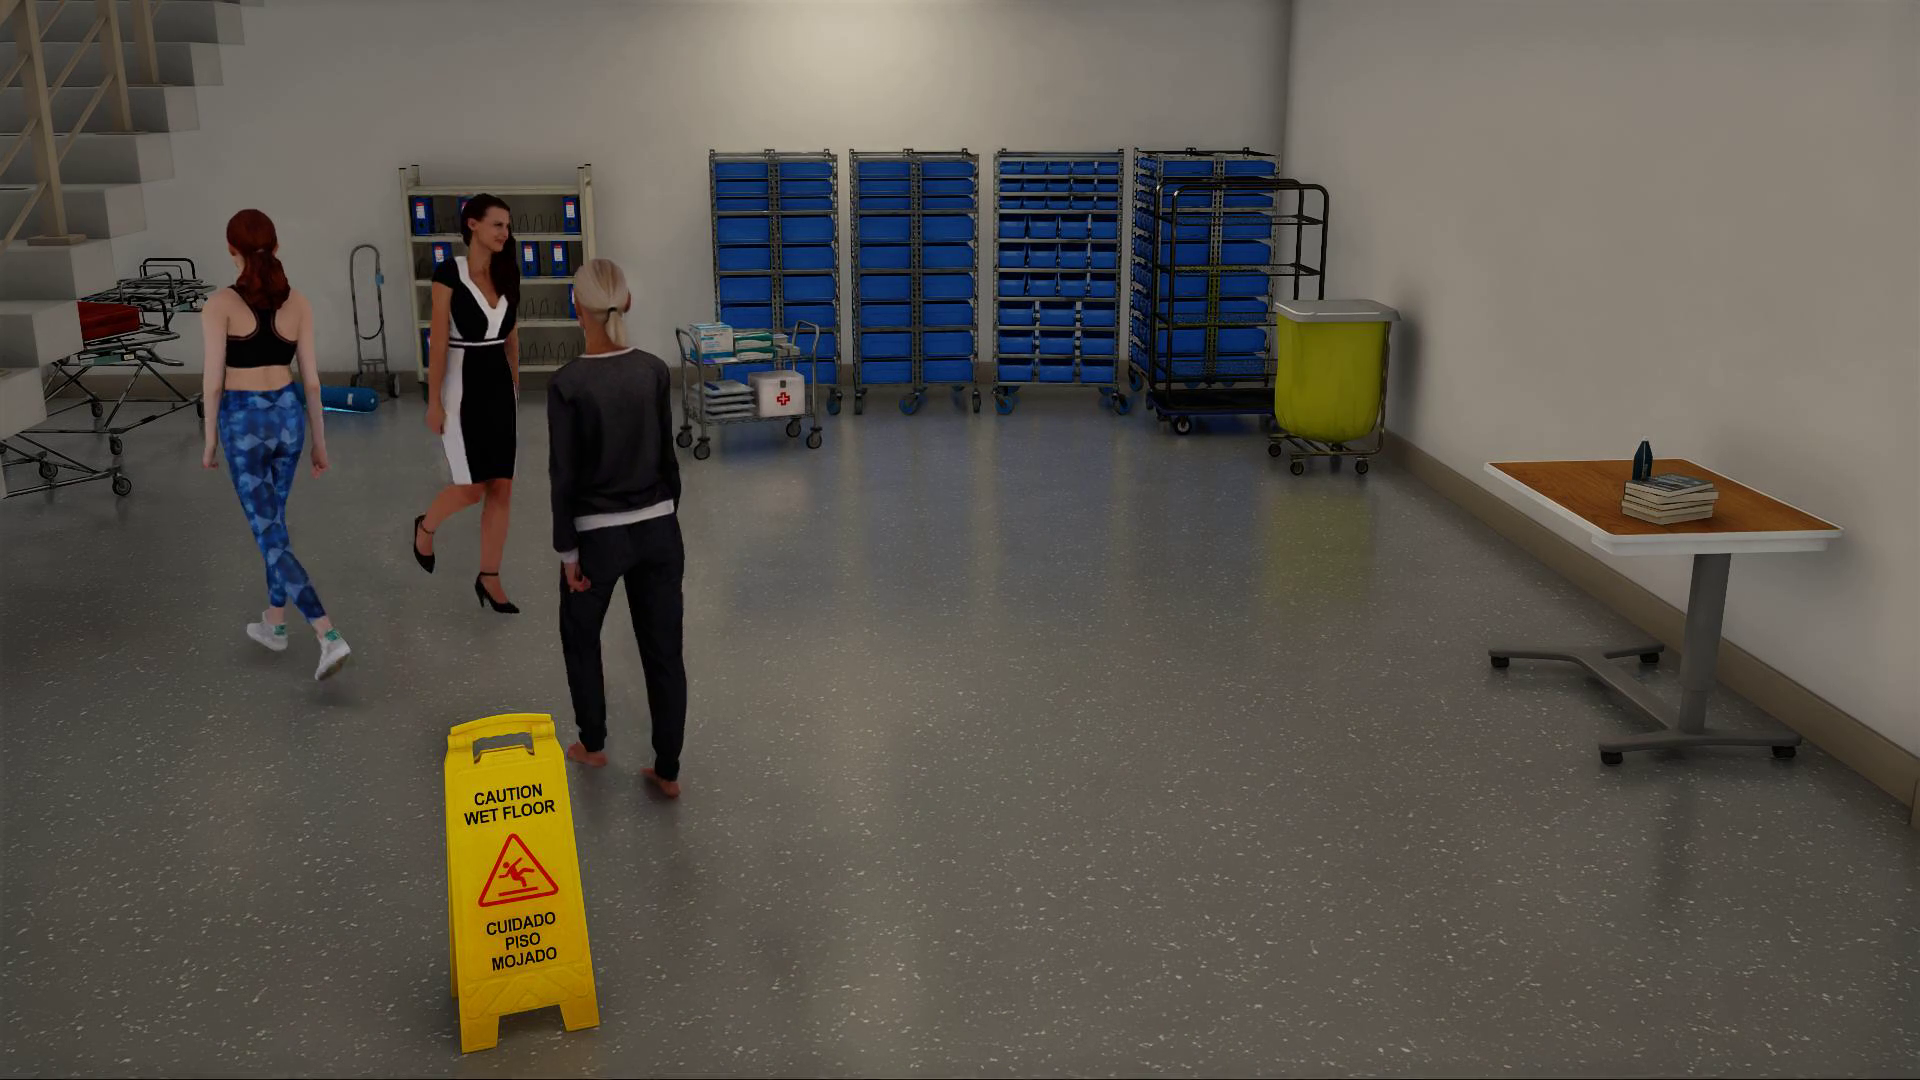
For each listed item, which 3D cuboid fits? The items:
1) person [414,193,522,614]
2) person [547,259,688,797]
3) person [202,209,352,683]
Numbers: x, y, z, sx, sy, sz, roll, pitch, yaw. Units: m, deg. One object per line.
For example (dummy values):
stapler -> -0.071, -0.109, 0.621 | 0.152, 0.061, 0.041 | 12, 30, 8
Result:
person -> -2.093, -0.551, 7.032 | 0.956, 1.776, 0.919 | 12, 20, 36
person -> -1.031, -0.003, 5.216 | 0.776, 1.707, 0.867 | -8, 18, -26
person -> -2.561, -0.308, 6.219 | 1.153, 1.750, 1.077 | 13, 20, 39
